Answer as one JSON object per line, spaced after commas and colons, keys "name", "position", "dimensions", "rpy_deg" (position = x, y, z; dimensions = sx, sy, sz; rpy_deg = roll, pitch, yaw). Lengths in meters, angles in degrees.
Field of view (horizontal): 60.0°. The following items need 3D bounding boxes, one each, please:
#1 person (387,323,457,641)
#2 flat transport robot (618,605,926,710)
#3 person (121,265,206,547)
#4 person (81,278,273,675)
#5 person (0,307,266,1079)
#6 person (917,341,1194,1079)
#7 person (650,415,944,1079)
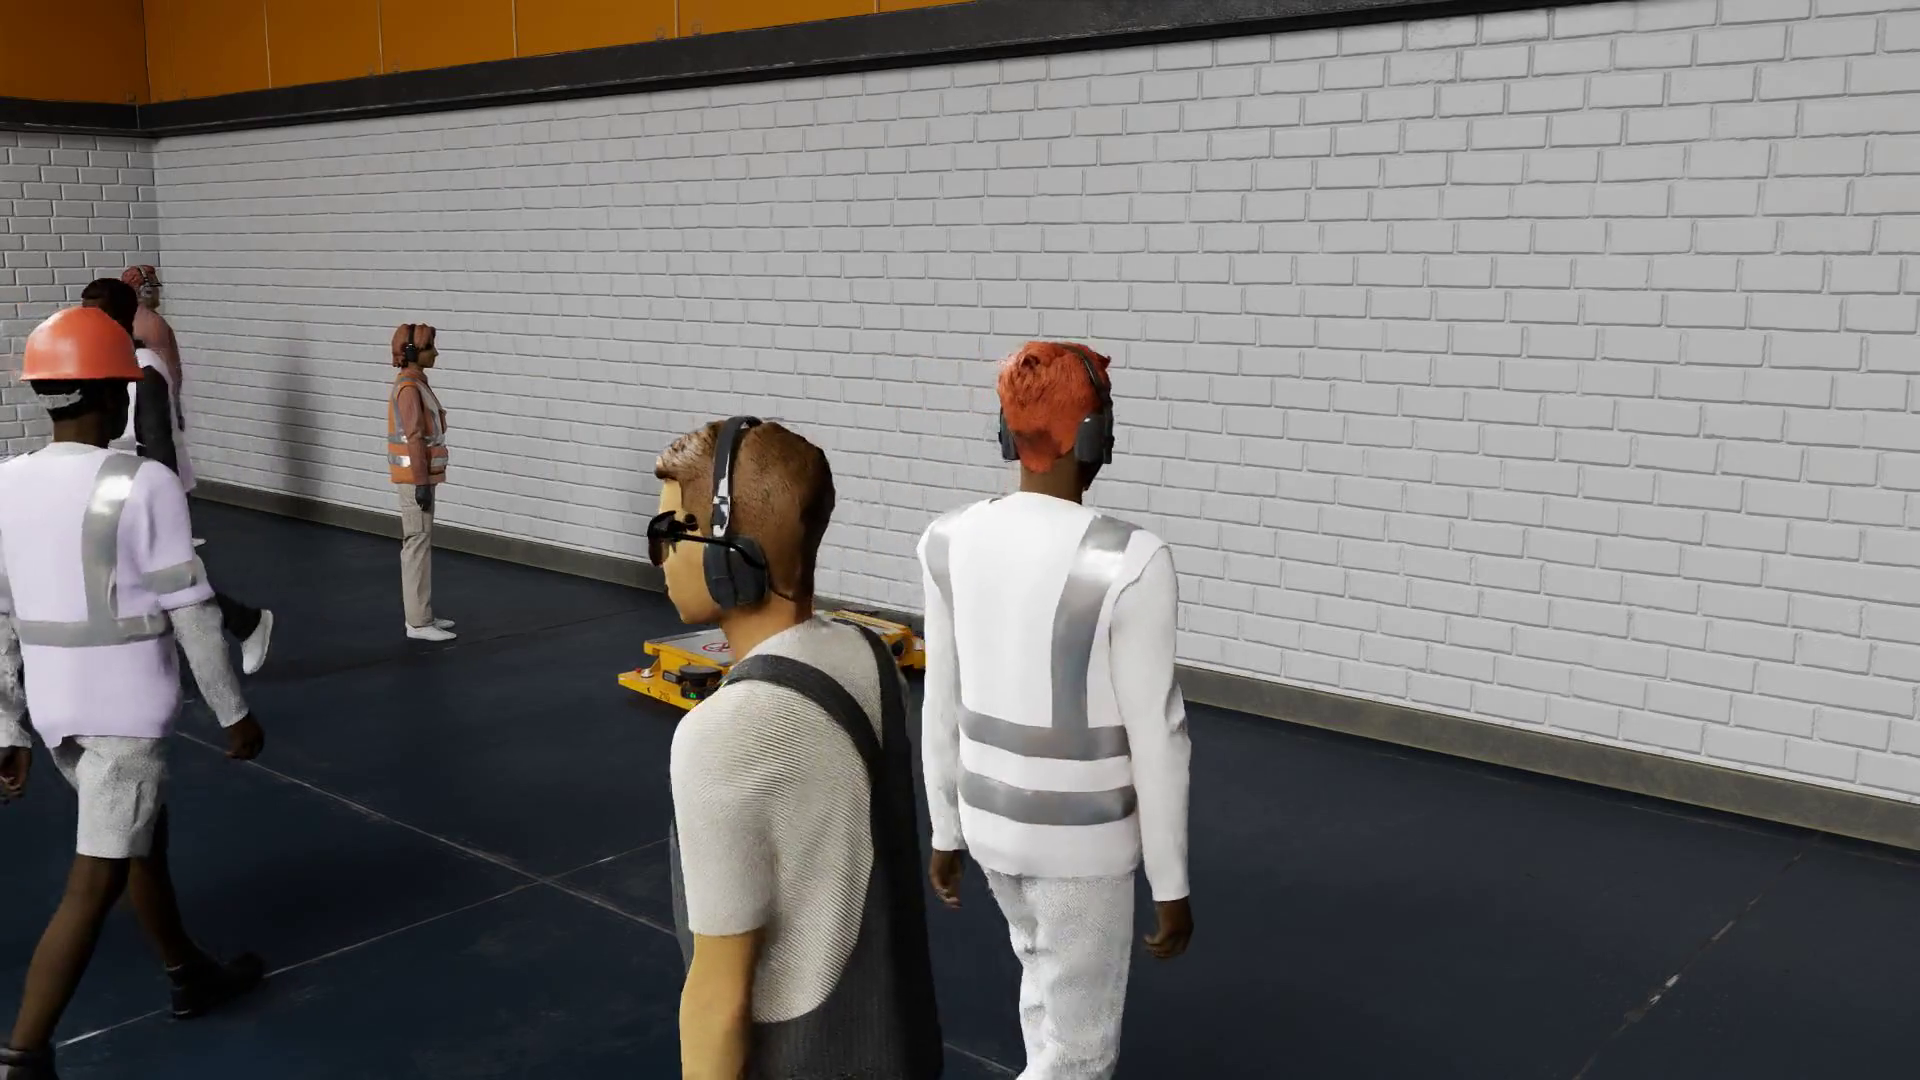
{"name": "person", "position": [-2.800, -0.299, 8.626], "dimensions": [0.306, 1.639, 0.523], "rpy_deg": [-3, 10, -17]}
{"name": "flat transport robot", "position": [-0.806, 0.534, 7.775], "dimensions": [1.431, 0.197, 0.652], "rpy_deg": [-9, 13, -41]}
{"name": "person", "position": [-5.447, -0.887, 11.216], "dimensions": [0.639, 1.909, 0.407], "rpy_deg": [6, 12, 30]}
{"name": "person", "position": [-3.560, -0.215, 7.424], "dimensions": [0.715, 1.899, 0.598], "rpy_deg": [-9, 14, -43]}
{"name": "person", "position": [-2.063, 0.400, 3.965], "dimensions": [0.559, 1.894, 1.002], "rpy_deg": [4, 11, 20]}
{"name": "person", "position": [0.131, 0.563, 3.083], "dimensions": [0.580, 1.860, 0.845], "rpy_deg": [10, 14, 44]}
{"name": "person", "position": [-0.119, 0.744, 2.186], "dimensions": [0.780, 1.821, 0.520], "rpy_deg": [3, 10, 18]}
